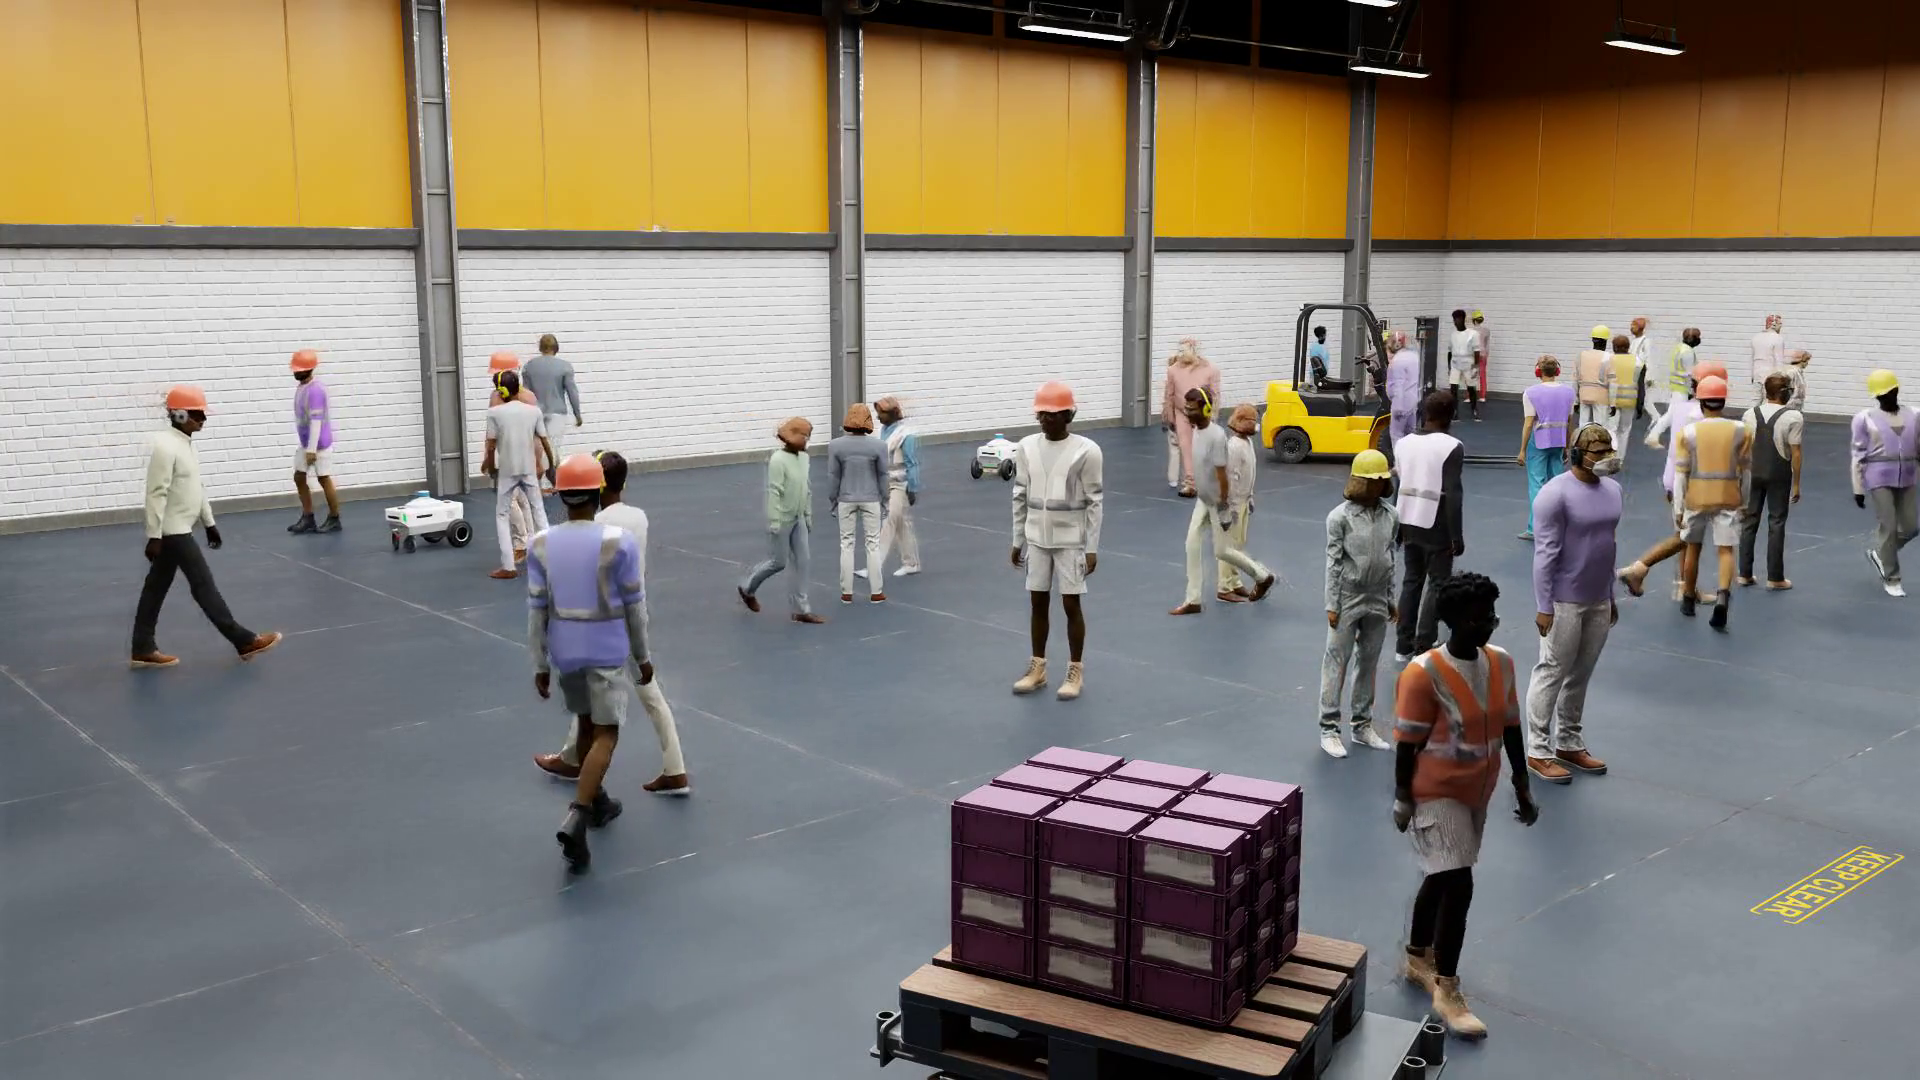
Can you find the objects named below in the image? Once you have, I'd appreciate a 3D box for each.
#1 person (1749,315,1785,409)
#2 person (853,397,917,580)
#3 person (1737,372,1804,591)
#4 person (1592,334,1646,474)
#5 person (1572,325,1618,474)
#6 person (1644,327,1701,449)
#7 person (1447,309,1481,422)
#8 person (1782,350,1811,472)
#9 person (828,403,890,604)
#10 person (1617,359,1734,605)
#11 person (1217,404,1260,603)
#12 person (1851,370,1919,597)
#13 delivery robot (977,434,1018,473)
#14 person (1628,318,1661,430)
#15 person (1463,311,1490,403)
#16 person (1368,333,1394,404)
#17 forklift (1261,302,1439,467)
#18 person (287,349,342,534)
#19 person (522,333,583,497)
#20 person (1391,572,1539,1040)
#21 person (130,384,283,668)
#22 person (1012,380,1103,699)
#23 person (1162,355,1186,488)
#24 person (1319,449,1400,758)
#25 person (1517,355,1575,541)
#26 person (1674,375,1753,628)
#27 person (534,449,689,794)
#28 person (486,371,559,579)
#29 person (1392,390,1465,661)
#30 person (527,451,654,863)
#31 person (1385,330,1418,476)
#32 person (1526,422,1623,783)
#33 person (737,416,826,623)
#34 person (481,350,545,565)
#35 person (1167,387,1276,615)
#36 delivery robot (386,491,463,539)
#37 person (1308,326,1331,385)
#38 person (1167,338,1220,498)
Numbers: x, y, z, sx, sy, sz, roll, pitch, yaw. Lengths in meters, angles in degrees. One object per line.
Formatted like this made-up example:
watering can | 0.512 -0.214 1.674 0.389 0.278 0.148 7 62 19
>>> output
person | 12.625 -2.559 25.971 0.400 1.905 0.643 -3 10 -15
person | -0.664 -0.433 14.430 0.835 1.598 0.508 -7 12 -37
person | 6.840 -0.495 14.060 0.332 1.842 0.508 -8 13 -40
person | 8.588 -1.771 21.667 0.642 1.808 0.840 1 10 8
person | 8.218 -1.811 21.516 0.368 1.926 0.594 -8 13 -40
person | 10.461 -2.190 24.142 0.950 1.800 0.639 3 10 18
person | 8.606 -2.965 28.324 0.622 1.928 0.715 8 13 40
person | 10.709 -1.652 21.518 0.354 1.605 0.667 10 14 44
person | -0.817 -0.294 13.494 0.504 1.632 0.270 1 10 4
person | 5.737 -0.448 13.315 0.752 2.013 0.647 1 10 6
person | 2.283 -0.298 13.551 0.302 1.622 0.501 4 11 23
person | 7.769 -0.485 13.916 0.635 1.874 0.596 0 10 1
delivery robot | 0.494 -1.107 21.137 0.477 0.478 0.707 4 11 23
person | 10.944 -2.659 26.760 0.990 1.842 0.595 0 10 -1
person | 9.913 -3.511 31.945 0.526 1.769 0.330 -3 10 -16
person | 6.378 -2.265 24.823 0.926 1.715 0.564 -6 11 -30
forklift | 5.320 -2.157 22.763 2.313 2.155 1.214 3 10 16
person | -6.528 -0.980 16.740 0.607 1.894 0.581 -9 13 -44
person | -4.779 -1.489 19.702 0.645 1.897 0.943 3 10 16
person | 1.877 0.949 6.090 0.540 1.672 0.665 -6 12 -33
person | -5.227 -0.087 11.377 1.048 1.933 0.618 -3 10 -16
person | 0.591 0.001 10.579 0.614 2.038 0.396 6 11 29
person | 2.709 -1.442 20.248 0.585 1.628 0.343 -6 11 -30
person | 2.280 0.352 9.393 0.488 1.743 0.319 -4 11 -25
person | 5.787 -0.897 16.415 0.570 1.840 0.373 -3 10 -16
person | 5.742 -0.299 12.716 0.568 1.913 0.851 4 11 23
person | -1.823 0.431 8.747 1.001 1.803 0.547 5 11 28
person | -3.759 -0.569 14.590 0.742 1.835 0.367 -6 11 -29
person | 3.198 -0.067 11.467 0.445 1.872 0.620 -5 11 -29
person | -1.781 0.536 7.864 0.546 1.906 0.900 2 10 12
person | 5.742 -1.727 21.198 0.657 1.881 0.670 6 11 32
person | 3.319 0.328 8.961 0.634 1.937 0.355 -6 11 -32
person | -1.369 -0.162 12.820 0.697 1.602 0.529 5 11 27
person | -4.101 -0.750 15.163 0.592 1.966 0.656 -9 13 -44
person | 2.080 -0.304 13.065 0.841 1.821 0.534 -4 10 -20
delivery robot | -5.151 -0.230 16.004 0.477 0.478 0.707 7 12 36
person | 6.021 -2.747 27.782 0.320 1.663 0.666 7 12 35
person | 2.726 -1.431 19.530 0.626 1.845 0.893 2 10 9
